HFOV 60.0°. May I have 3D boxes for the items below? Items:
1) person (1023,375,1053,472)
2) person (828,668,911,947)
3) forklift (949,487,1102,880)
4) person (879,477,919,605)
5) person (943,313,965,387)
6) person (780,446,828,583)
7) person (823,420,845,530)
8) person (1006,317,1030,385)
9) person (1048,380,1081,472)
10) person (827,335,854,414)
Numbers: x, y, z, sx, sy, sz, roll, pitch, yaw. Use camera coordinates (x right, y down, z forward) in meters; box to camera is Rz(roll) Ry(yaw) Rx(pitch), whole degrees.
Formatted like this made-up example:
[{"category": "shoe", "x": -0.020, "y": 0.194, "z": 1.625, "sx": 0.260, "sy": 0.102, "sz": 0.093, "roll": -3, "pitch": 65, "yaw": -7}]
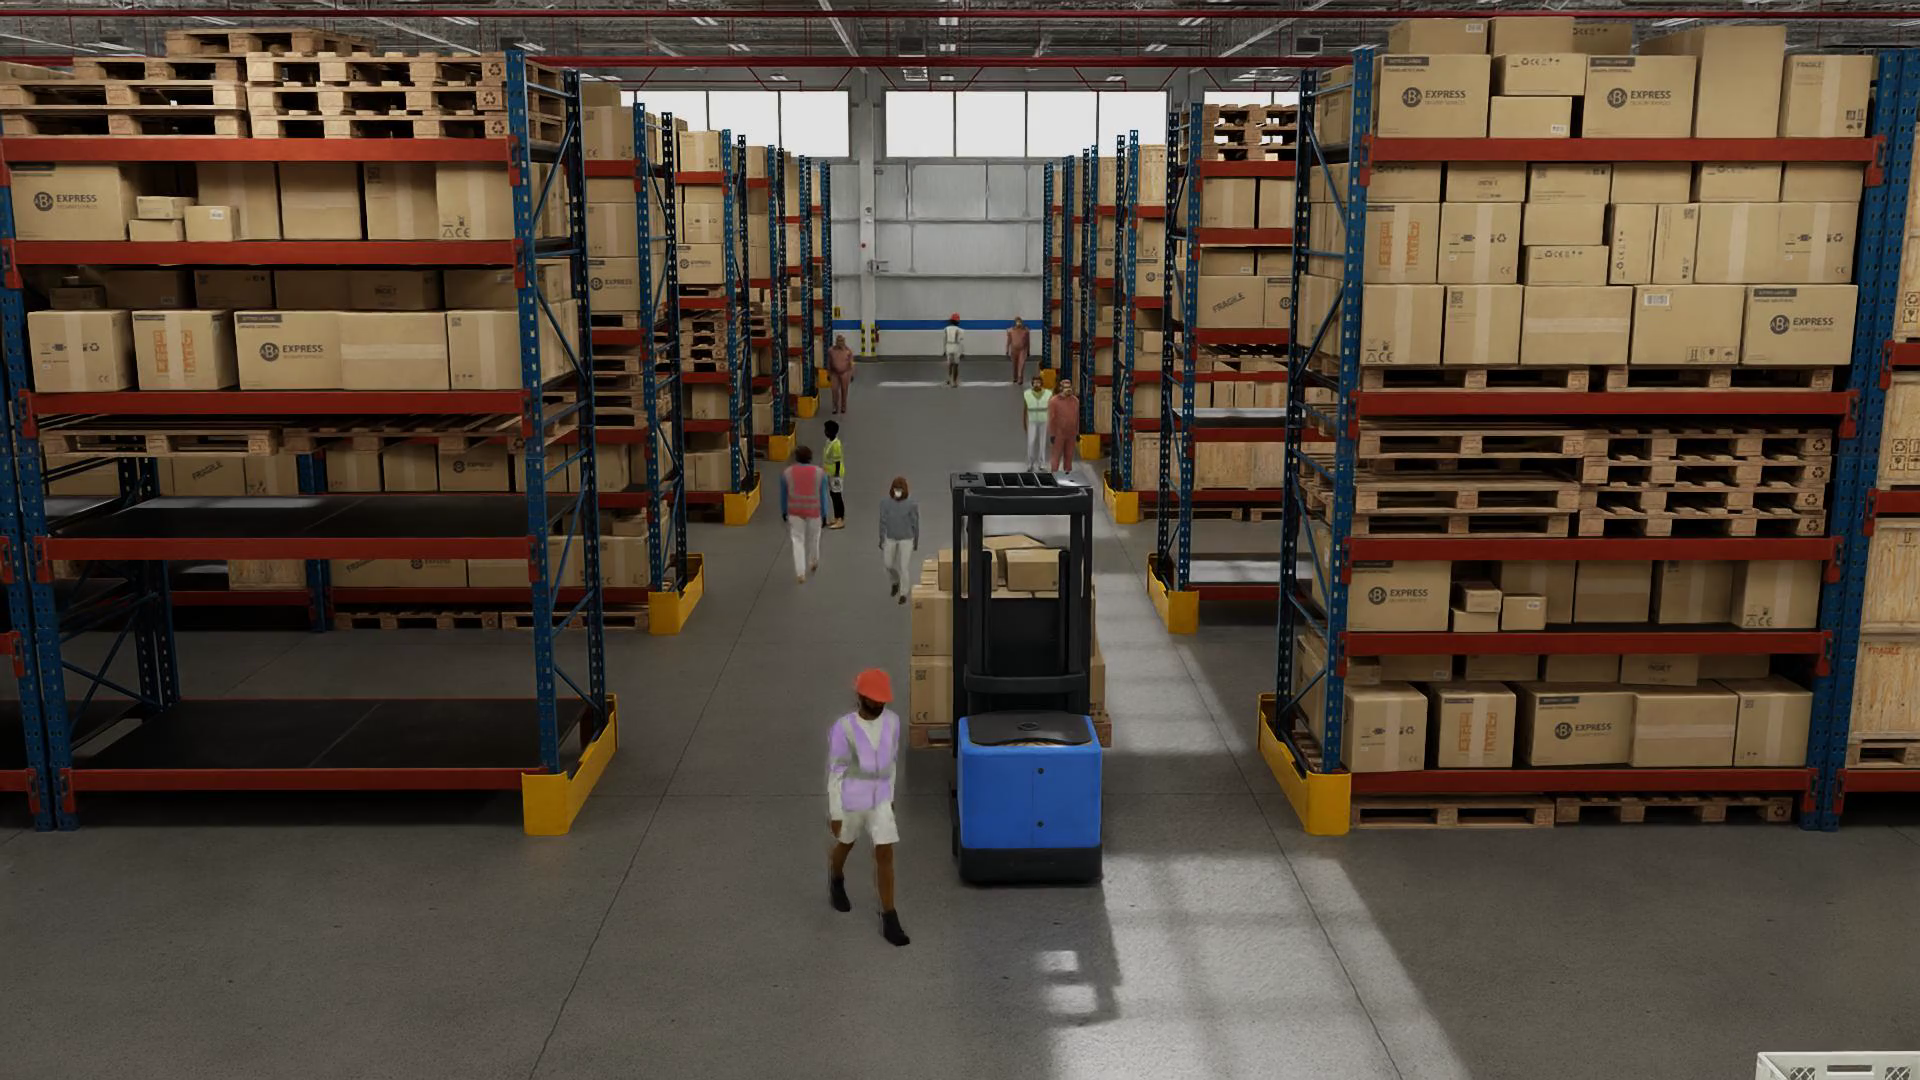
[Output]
[{"category": "person", "x": 1.468, "y": -2.163, "z": 31.096, "sx": 0.595, "sy": 1.809, "sz": 0.866, "roll": 1, "pitch": 11, "yaw": 3}, {"category": "person", "x": -0.666, "y": 1.768, "z": 11.466, "sx": 0.573, "sy": 1.874, "sz": 1.050, "roll": -6, "pitch": 13, "yaw": -29}, {"category": "forklift", "x": 0.495, "y": 0.986, "z": 12.813, "sx": 1.129, "sy": 2.768, "sz": 1.873, "roll": 0, "pitch": 11, "yaw": -2}, {"category": "person", "x": -0.760, "y": 0.003, "z": 20.806, "sx": 0.515, "sy": 1.618, "sz": 0.383, "roll": 2, "pitch": 12, "yaw": 8}, {"category": "person", "x": -0.148, "y": -5.195, "z": 45.577, "sx": 0.631, "sy": 2.024, "sz": 0.429, "roll": 6, "pitch": 13, "yaw": 29}, {"category": "person", "x": -2.076, "y": -0.366, "z": 22.235, "sx": 0.633, "sy": 1.786, "sz": 1.002, "roll": -1, "pitch": 11, "yaw": -4}, {"category": "person", "x": -1.954, "y": -1.016, "z": 25.700, "sx": 0.317, "sy": 1.691, "sz": 0.536, "roll": -4, "pitch": 12, "yaw": -20}, {"category": "person", "x": 1.627, "y": -5.294, "z": 46.485, "sx": 0.653, "sy": 1.870, "sz": 0.972, "roll": 1, "pitch": 11, "yaw": 4}, {"category": "person", "x": 1.868, "y": -1.892, "z": 29.498, "sx": 0.639, "sy": 1.911, "sz": 0.406, "roll": -7, "pitch": 13, "yaw": -30}, {"category": "person", "x": -2.864, "y": -3.935, "z": 39.686, "sx": 0.680, "sy": 1.872, "sz": 0.864, "roll": 0, "pitch": 11, "yaw": 1}]
